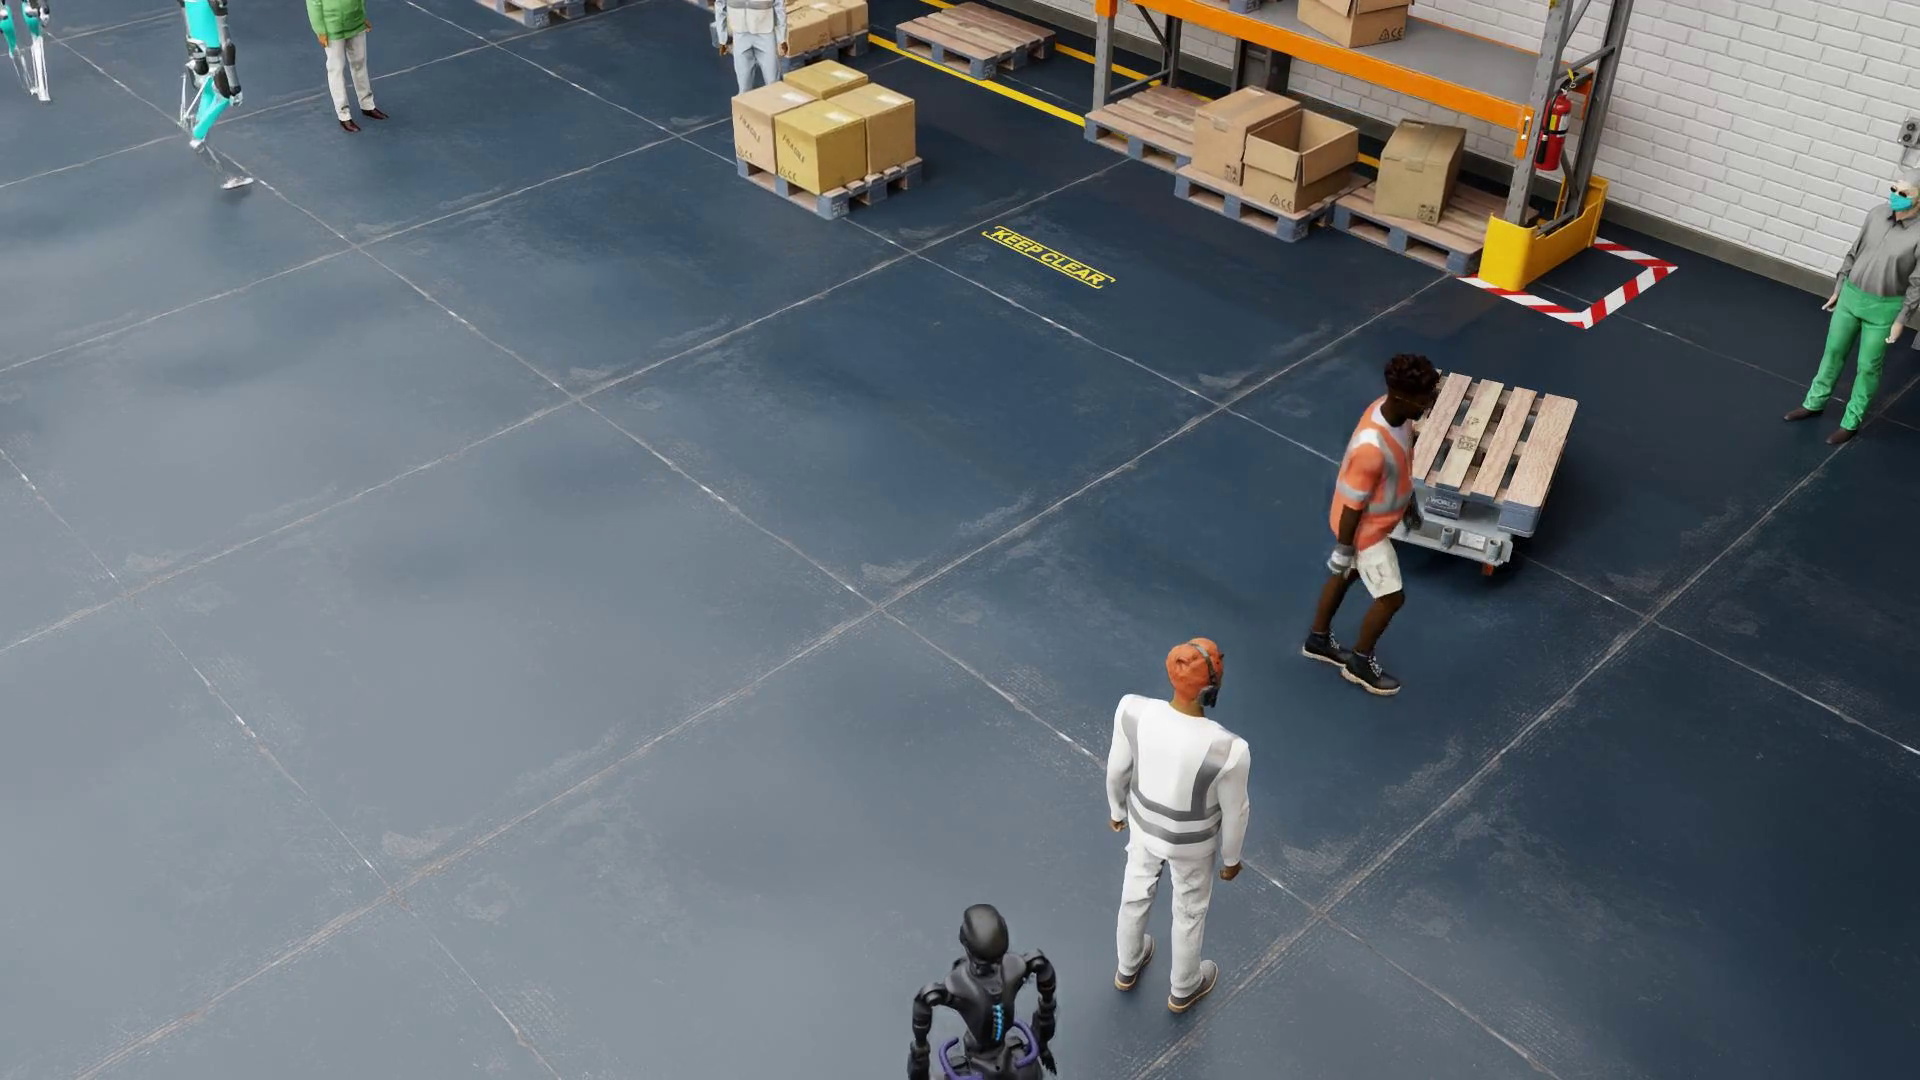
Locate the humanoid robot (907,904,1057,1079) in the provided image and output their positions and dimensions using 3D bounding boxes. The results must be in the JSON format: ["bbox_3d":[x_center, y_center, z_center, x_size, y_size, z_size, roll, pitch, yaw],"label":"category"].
[{"bbox_3d":[0.099,1.902,5.888,0.587,1.639,0.767,-14,39,-17],"label":"humanoid robot"}]

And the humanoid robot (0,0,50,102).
[{"bbox_3d":[-8.227,-4.616,14.520,0.532,1.886,0.789,-17,40,-21],"label":"humanoid robot"}]

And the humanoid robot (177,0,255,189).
[{"bbox_3d":[-5.942,-3.507,12.964,0.546,1.803,0.718,22,42,26],"label":"humanoid robot"}]

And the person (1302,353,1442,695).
[{"bbox_3d":[2.116,-0.081,8.262,0.696,1.936,0.607,12,39,16],"label":"person"}]

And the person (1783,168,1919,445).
[{"bbox_3d":[5.562,-1.450,10.150,0.330,1.839,0.523,-19,41,-23],"label":"person"}]

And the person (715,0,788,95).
[{"bbox_3d":[-1.705,-4.176,13.707,0.598,1.907,0.400,4,37,5],"label":"person"}]

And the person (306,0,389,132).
[{"bbox_3d":[-5.236,-4.375,14.070,0.384,1.781,0.550,21,42,26],"label":"person"}]

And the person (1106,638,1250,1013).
[{"bbox_3d":[0.860,1.159,6.660,0.583,1.881,0.337,20,41,24],"label":"person"}]
